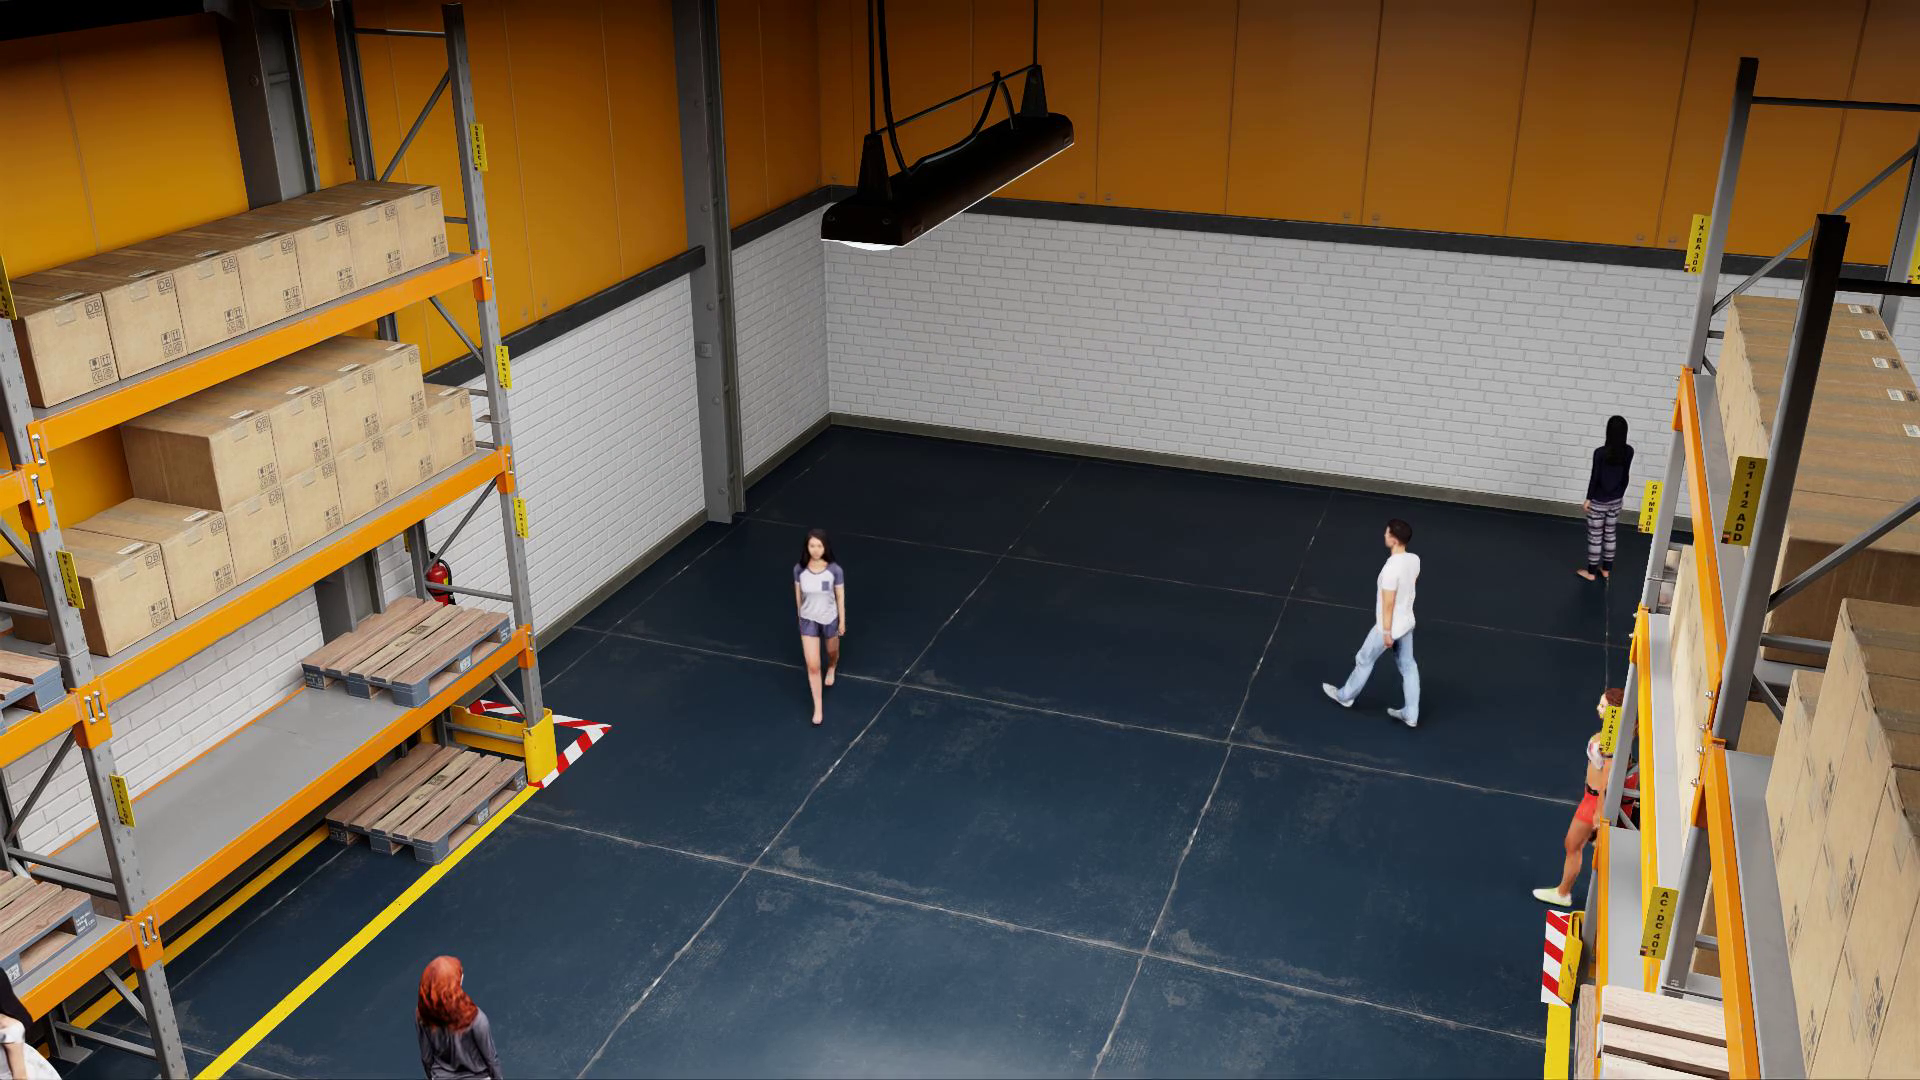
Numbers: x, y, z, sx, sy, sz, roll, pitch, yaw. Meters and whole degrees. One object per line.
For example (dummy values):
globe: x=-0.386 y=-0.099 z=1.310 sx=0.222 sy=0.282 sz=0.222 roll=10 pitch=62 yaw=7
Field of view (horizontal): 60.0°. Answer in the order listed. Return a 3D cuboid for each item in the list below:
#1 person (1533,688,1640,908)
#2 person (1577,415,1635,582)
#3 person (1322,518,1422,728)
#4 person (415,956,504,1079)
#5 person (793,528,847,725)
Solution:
person: x=4.505 y=1.834 z=11.512 sx=0.724 sy=1.772 sz=0.992 roll=11 pitch=26 yaw=24
person: x=6.504 y=-0.430 z=16.740 sx=0.682 sy=1.733 sz=0.701 roll=-6 pitch=24 yaw=-14
person: x=3.722 y=0.734 z=13.964 sx=1.139 sy=1.824 sz=1.082 roll=-18 pitch=29 yaw=-35
person: x=-2.657 y=2.963 z=8.919 sx=0.610 sy=1.780 sz=0.558 roll=4 pitch=24 yaw=10
person: x=-1.186 y=0.662 z=14.324 sx=0.832 sy=1.668 sz=1.178 roll=0 pitch=24 yaw=1
